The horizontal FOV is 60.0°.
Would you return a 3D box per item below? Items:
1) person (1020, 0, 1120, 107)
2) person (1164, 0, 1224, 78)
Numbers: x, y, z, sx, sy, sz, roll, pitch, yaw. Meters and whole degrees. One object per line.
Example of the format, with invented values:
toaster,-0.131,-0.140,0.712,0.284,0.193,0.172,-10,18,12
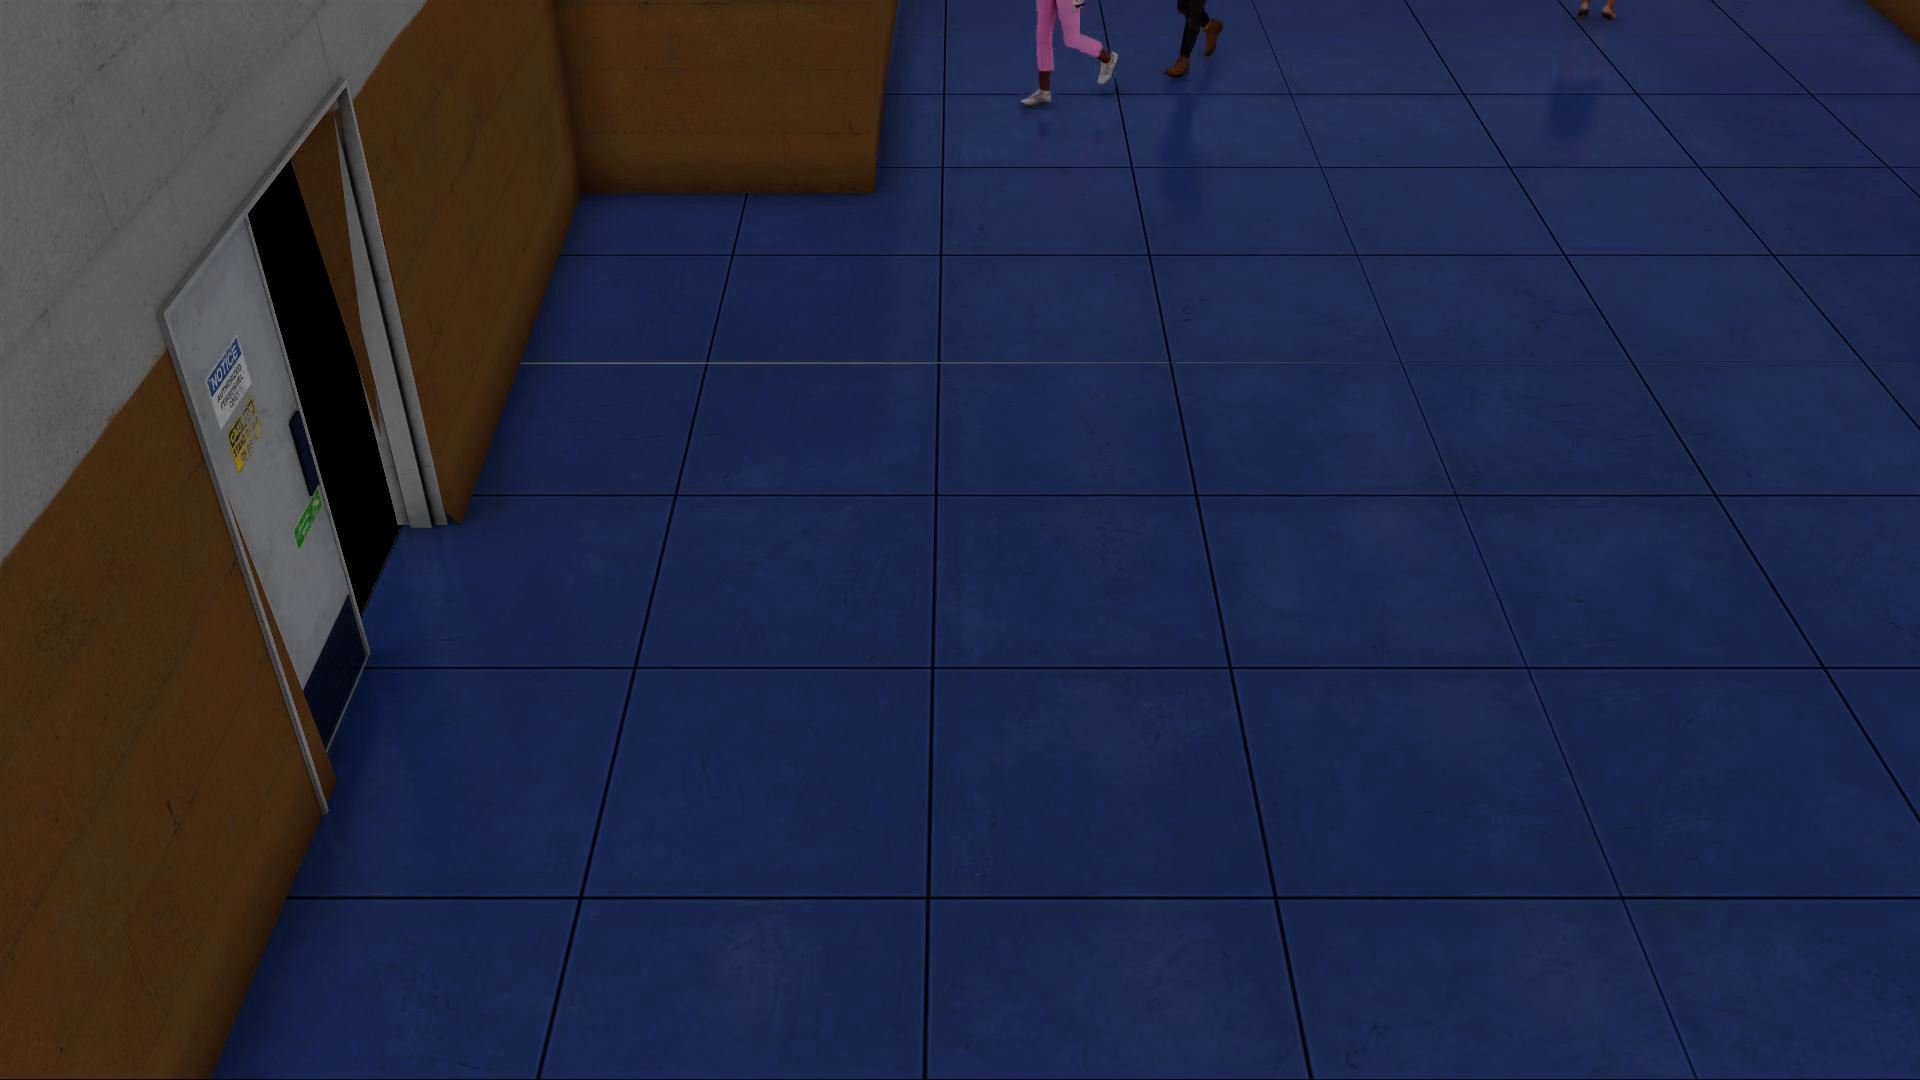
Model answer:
person,0.822,-4.040,12.161,1.117,1.719,0.909,-19,41,-23
person,1.853,-4.449,12.727,1.080,1.693,1.012,-31,47,-34
